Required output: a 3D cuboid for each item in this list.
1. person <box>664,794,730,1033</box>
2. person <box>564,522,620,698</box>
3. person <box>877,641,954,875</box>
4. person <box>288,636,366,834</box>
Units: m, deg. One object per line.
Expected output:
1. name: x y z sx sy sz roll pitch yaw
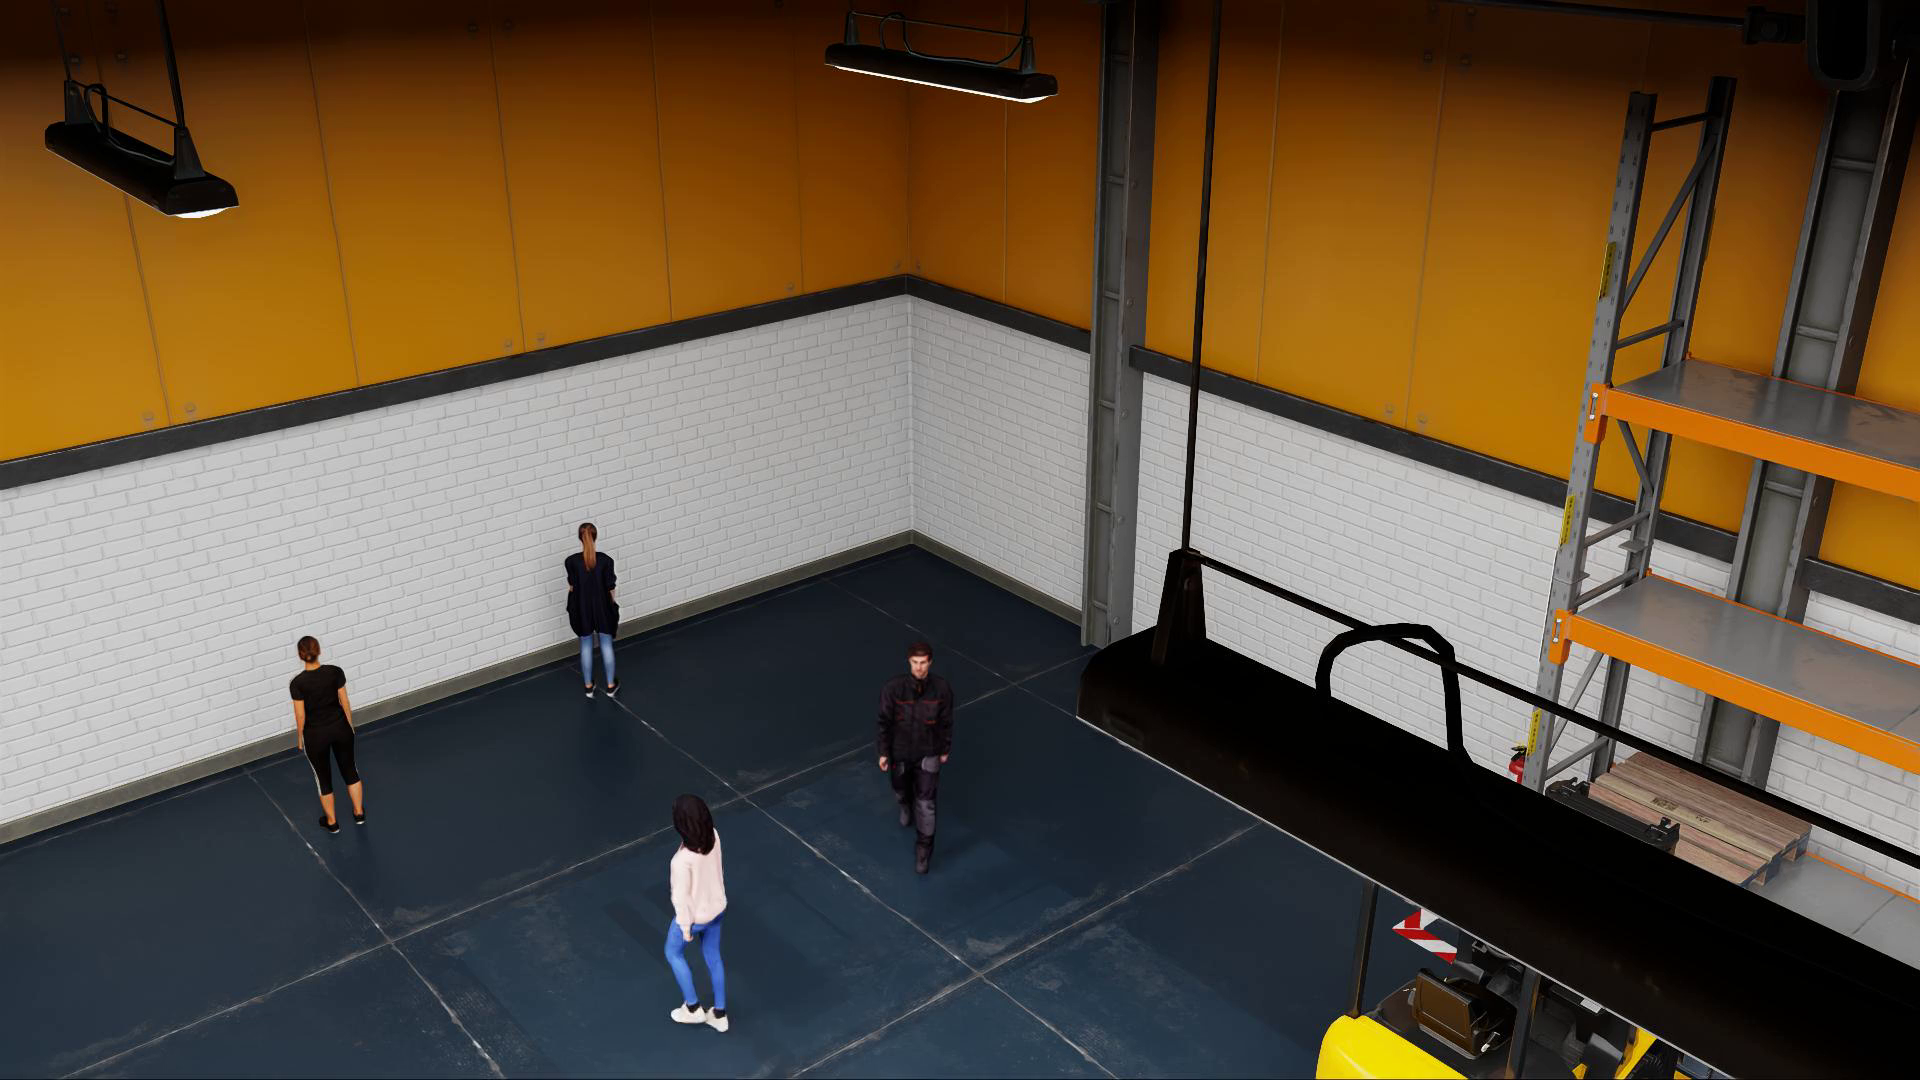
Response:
1. person: -1.613 2.448 10.754 0.713 1.750 0.719 16 28 32
2. person: -3.312 0.628 15.001 0.720 1.684 0.738 -3 24 -7
3. person: -0.345 1.570 12.691 1.166 1.808 1.261 1 24 2
4. person: -4.958 1.505 13.013 0.584 1.668 0.498 -17 29 -34
